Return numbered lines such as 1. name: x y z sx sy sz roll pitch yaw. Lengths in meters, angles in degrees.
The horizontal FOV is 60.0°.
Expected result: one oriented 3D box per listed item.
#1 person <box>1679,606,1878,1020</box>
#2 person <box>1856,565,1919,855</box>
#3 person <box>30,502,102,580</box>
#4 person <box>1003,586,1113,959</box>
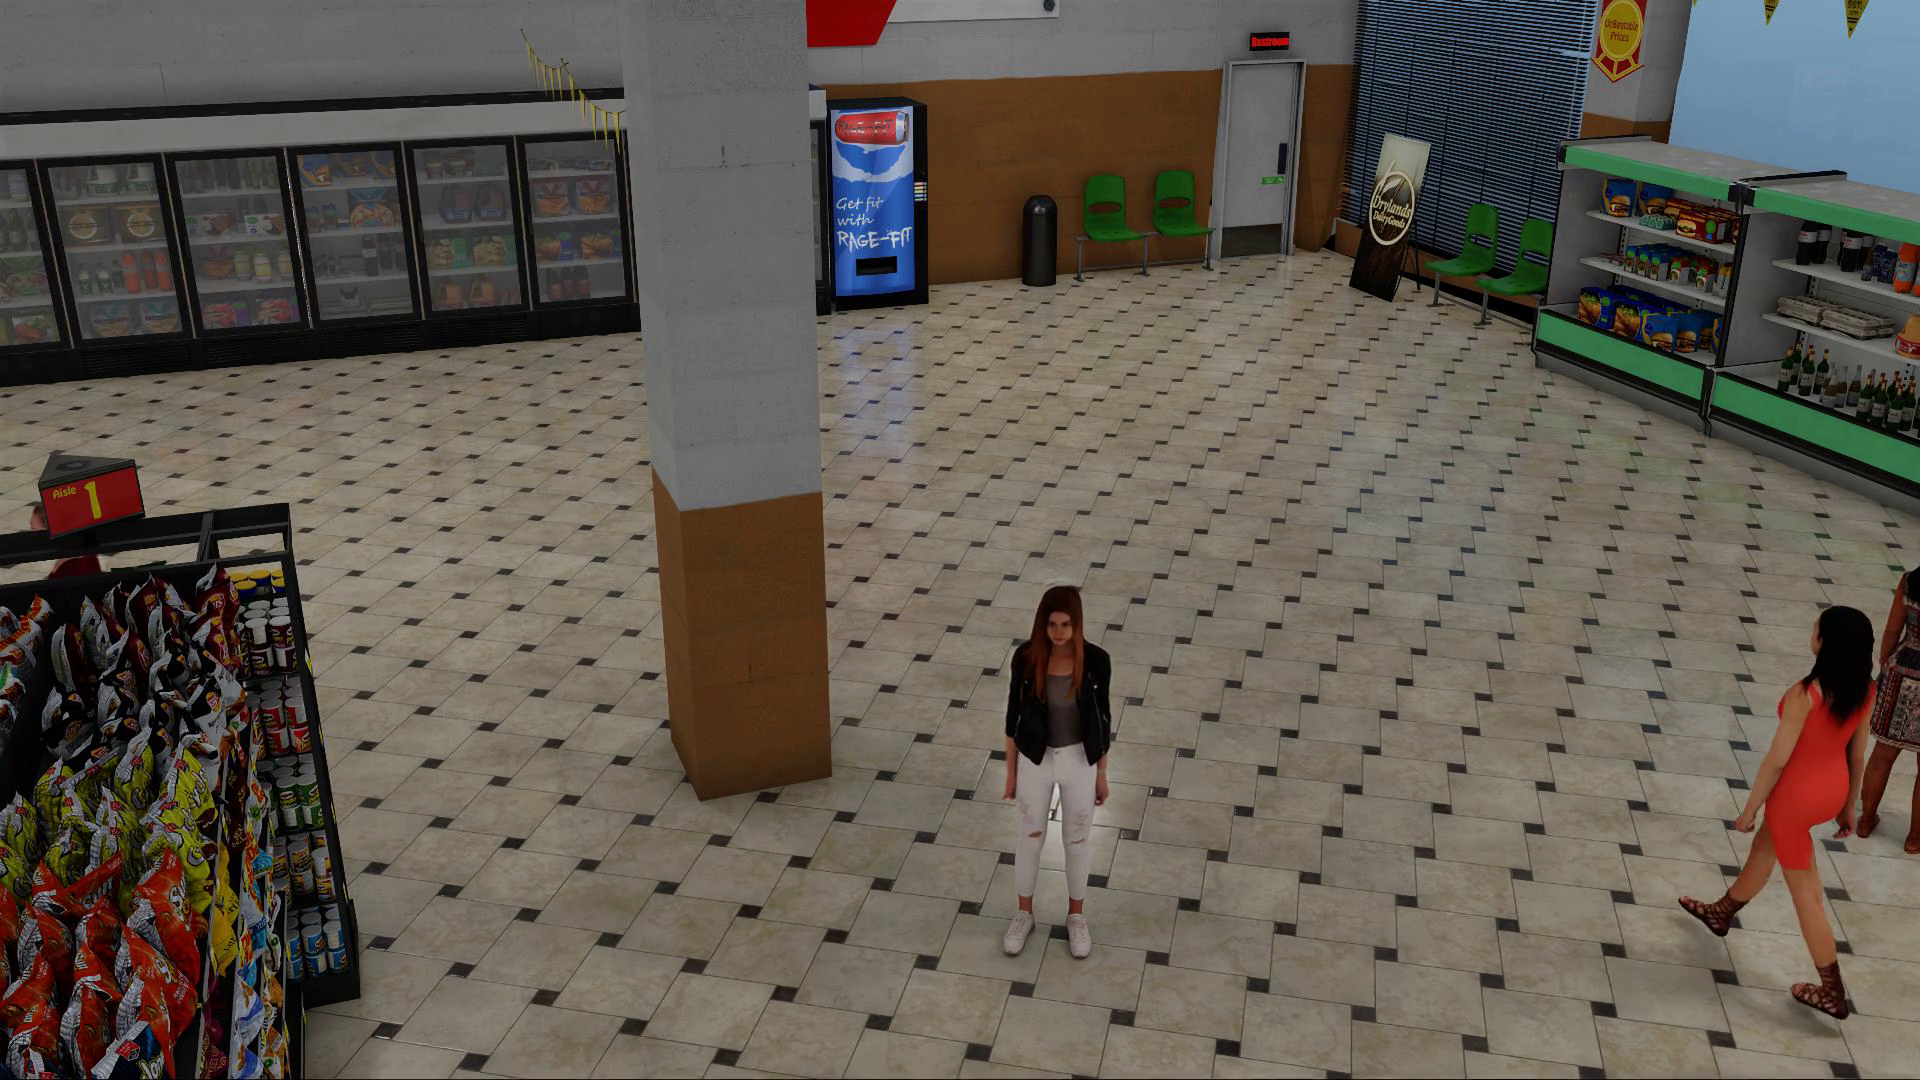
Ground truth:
1. person: 3.403 1.107 6.595 0.647 1.670 1.119 -9 24 -21
2. person: 4.475 0.684 7.718 0.781 1.618 0.626 -20 30 -41
3. person: -4.120 0.591 7.840 0.680 1.699 0.425 -7 23 -18
4. person: 0.407 0.953 6.943 0.671 1.697 0.669 2 22 6
